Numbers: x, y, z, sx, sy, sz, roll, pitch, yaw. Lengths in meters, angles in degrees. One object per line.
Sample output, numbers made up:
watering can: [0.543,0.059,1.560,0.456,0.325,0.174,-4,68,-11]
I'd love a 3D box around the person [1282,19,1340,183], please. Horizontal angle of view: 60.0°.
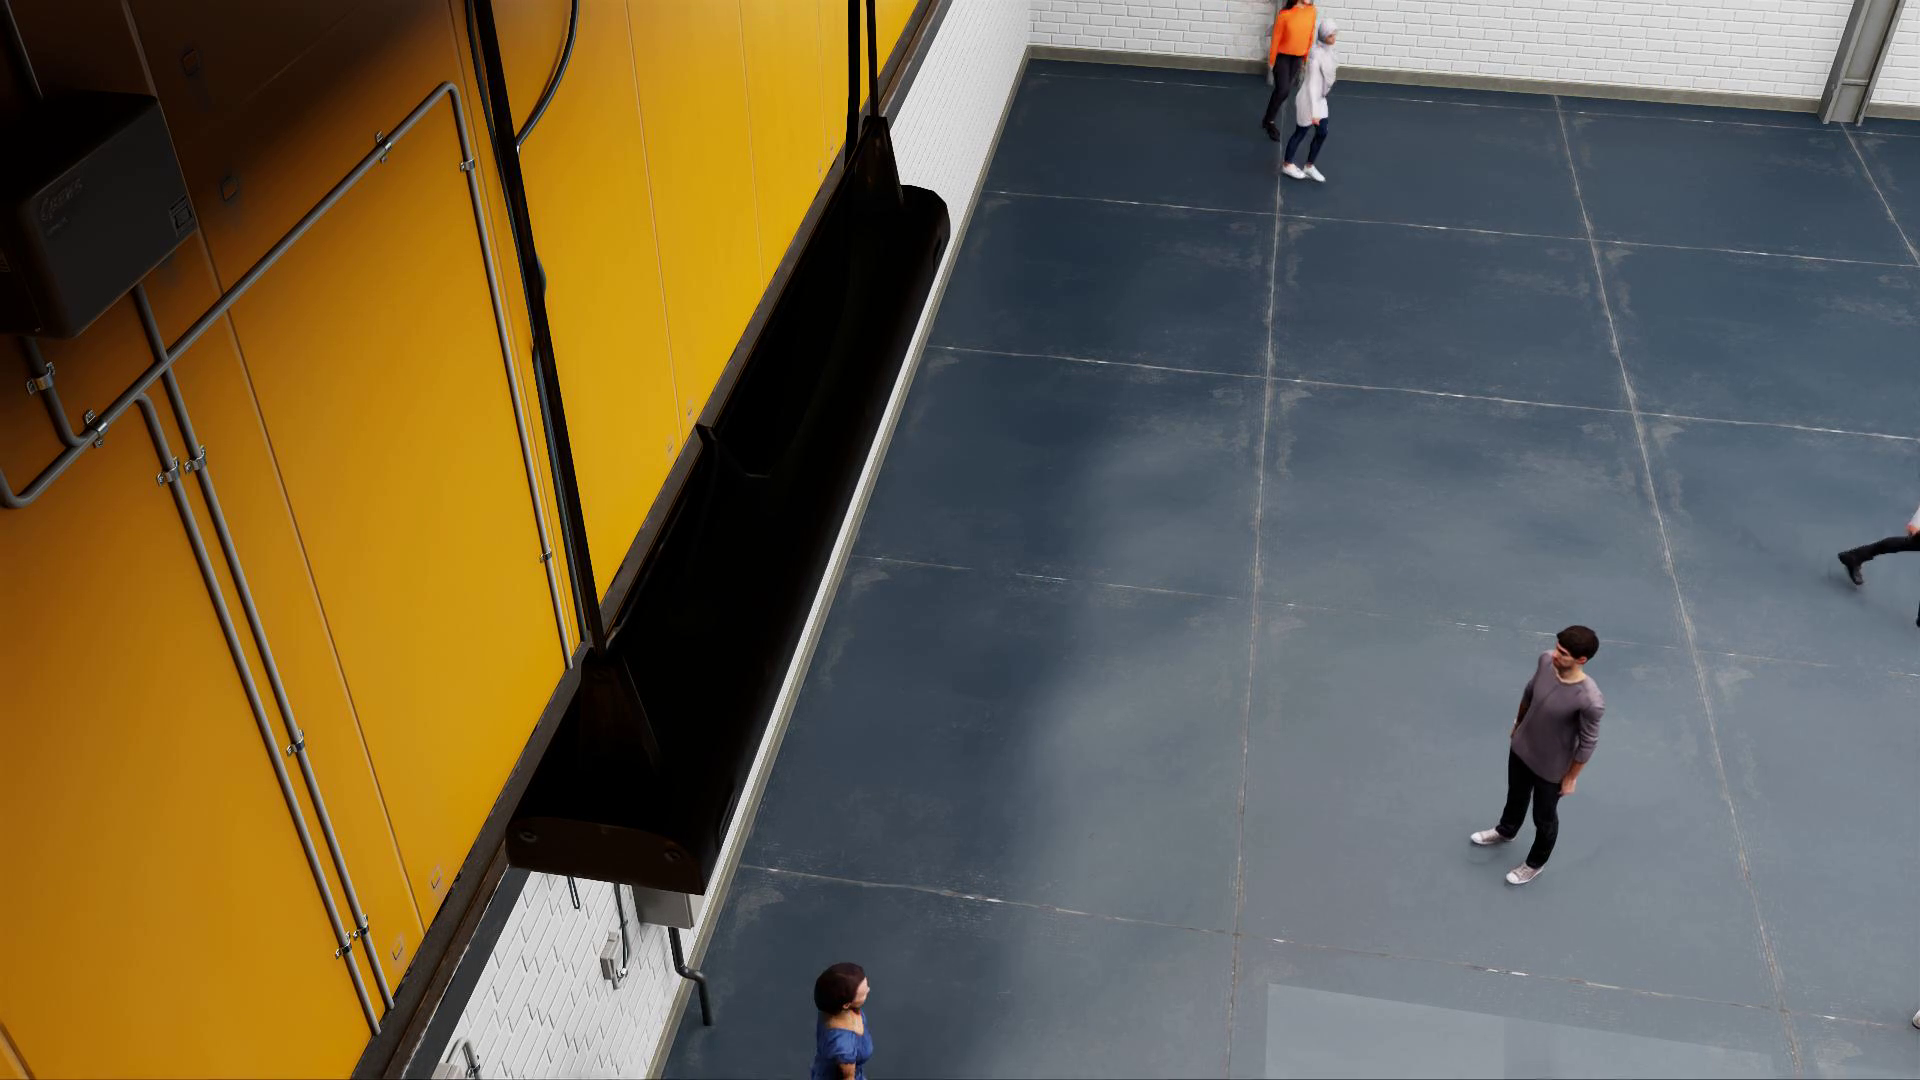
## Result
person: [3.450,-4.377,16.528,0.868,1.734,0.812,21,43,24]

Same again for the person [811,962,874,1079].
person: [-0.634,2.584,7.767,0.955,1.789,0.855,-9,40,-11]

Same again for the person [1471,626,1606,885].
person: [3.336,1.199,9.452,0.728,1.851,0.747,-14,41,-17]

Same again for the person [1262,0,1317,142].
person: [3.360,-5.034,17.357,0.777,1.726,0.840,-16,41,-19]
